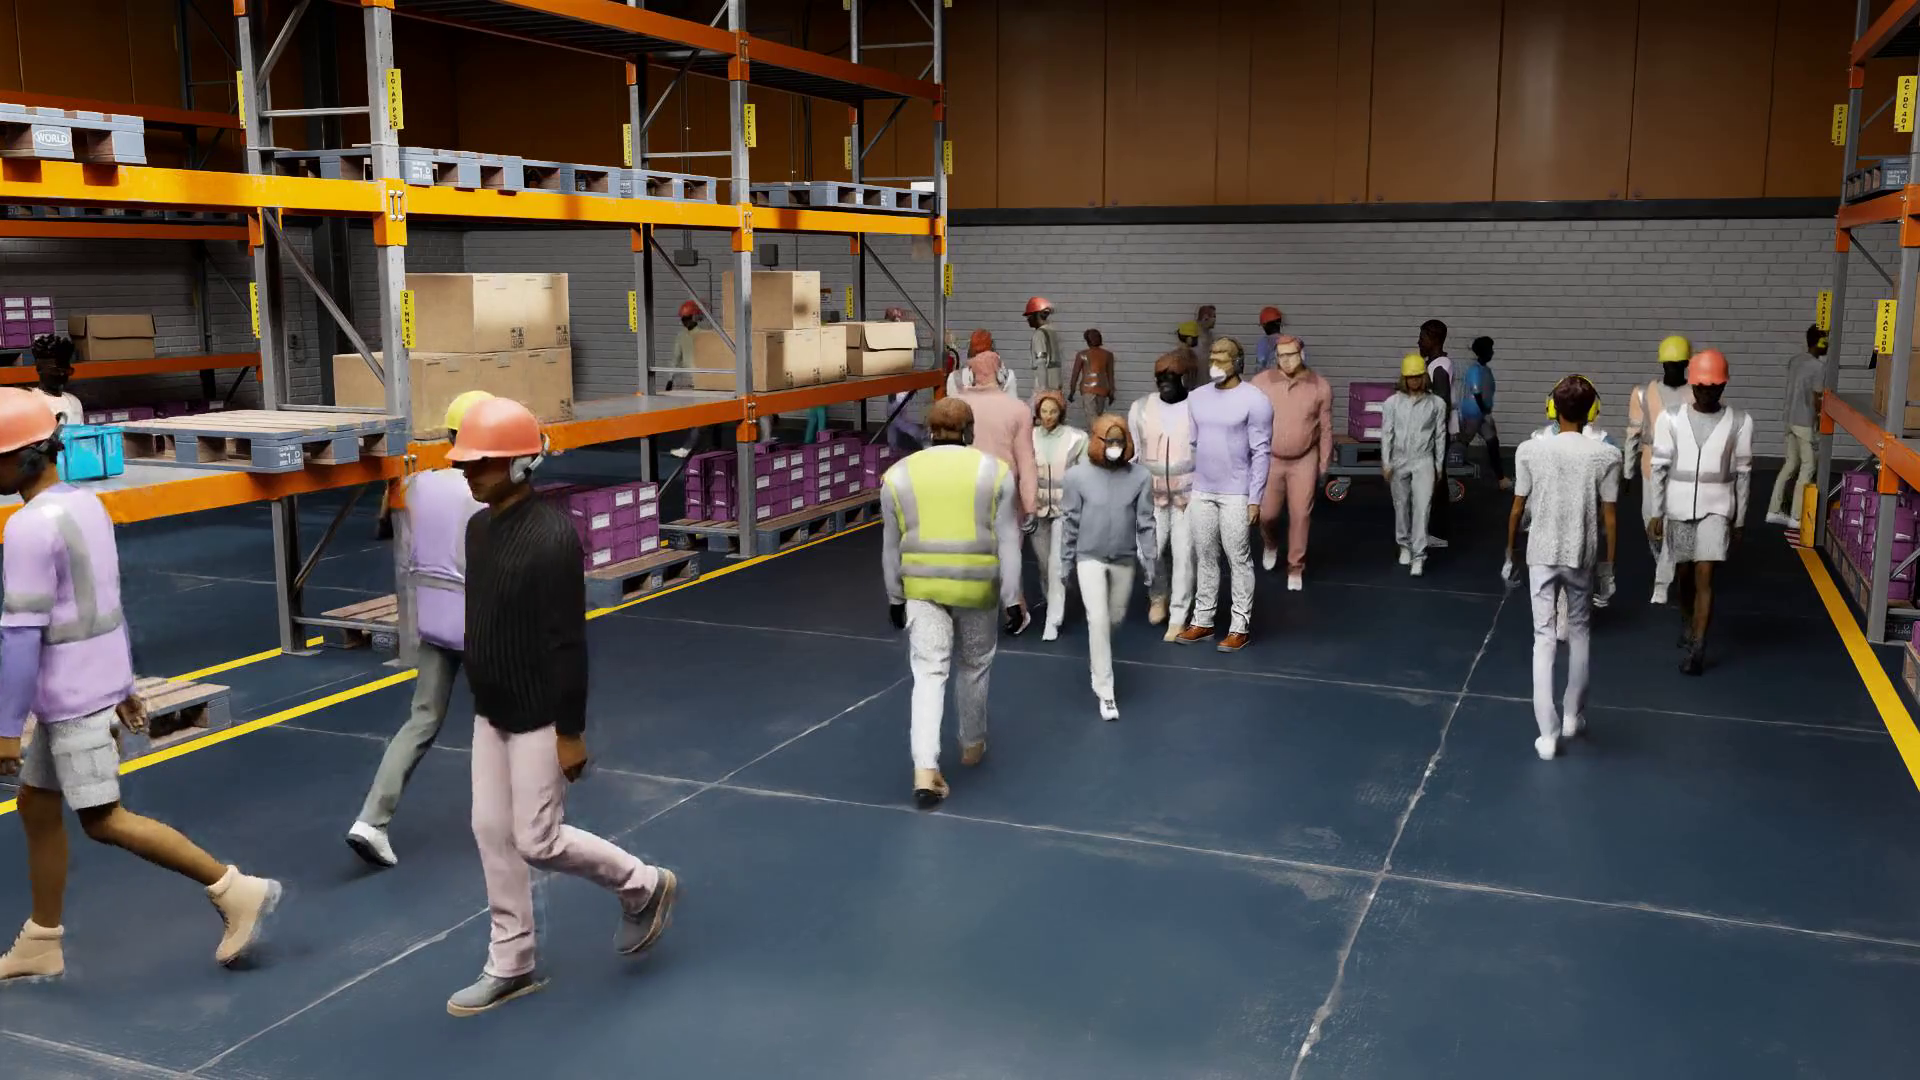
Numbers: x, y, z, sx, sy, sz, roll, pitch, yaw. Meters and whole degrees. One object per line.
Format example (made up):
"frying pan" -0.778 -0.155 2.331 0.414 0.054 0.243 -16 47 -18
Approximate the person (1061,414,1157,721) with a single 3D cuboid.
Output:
"person" 0.790 0.105 8.944 0.505 1.596 0.821 -1 9 -8

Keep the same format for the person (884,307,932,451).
"person" -0.675 -1.844 19.951 0.723 1.887 0.674 1 9 7

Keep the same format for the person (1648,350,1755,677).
"person" 4.416 -0.194 9.939 0.548 1.892 1.002 6 11 30

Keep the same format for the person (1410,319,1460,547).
"person" 4.020 -0.896 14.044 0.371 1.916 0.597 2 10 10

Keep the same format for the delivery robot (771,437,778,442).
"delivery robot" -1.961 -0.837 17.523 0.477 0.478 0.707 8 12 42

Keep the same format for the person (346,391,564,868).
"person" -2.041 0.351 6.631 0.594 1.886 0.963 5 11 29

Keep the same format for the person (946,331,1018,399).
"person" 0.198 -0.789 13.653 0.599 1.826 1.020 2 9 9

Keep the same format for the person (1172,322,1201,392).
"person" 2.624 -1.587 18.786 0.792 1.727 0.538 5 11 27

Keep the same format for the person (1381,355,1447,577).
"person" 3.500 -0.590 12.884 0.480 1.687 0.928 3 10 18

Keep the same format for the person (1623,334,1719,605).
"person" 5.078 -0.528 11.894 0.595 1.900 0.835 6 11 31

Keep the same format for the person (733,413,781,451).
"person" -2.058 -1.305 16.633 0.579 1.883 0.359 -8 12 -40

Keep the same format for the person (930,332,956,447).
"person" -0.136 -1.573 19.050 0.513 1.614 0.522 -2 10 -11

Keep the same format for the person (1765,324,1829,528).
"person" 7.604 -1.020 14.987 0.435 1.852 0.564 -1 9 -5

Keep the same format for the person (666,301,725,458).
"person" -3.284 -2.008 20.765 0.652 1.934 1.044 8 12 39

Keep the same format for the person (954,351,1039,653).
"person" 0.185 -0.242 10.314 0.682 1.844 1.004 3 10 19

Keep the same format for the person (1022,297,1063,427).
"person" 0.926 -1.731 18.823 0.773 2.002 0.625 4 10 25

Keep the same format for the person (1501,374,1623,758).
"person" 2.945 0.108 8.204 0.515 1.845 0.775 2 10 15

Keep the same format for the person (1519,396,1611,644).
"person" 3.777 -0.151 10.453 0.546 1.601 0.798 7 12 38

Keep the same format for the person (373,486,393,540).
"person" -4.784 -0.964 14.595 0.553 1.877 1.024 8 12 41

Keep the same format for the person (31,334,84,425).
"person" -5.422 -0.252 9.997 0.372 1.963 0.608 0 9 2

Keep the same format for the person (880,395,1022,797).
"person" -0.044 0.239 7.567 0.645 1.792 0.974 1 9 6

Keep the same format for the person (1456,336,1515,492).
"person" 5.413 -1.320 17.453 0.870 1.642 0.527 7 12 37

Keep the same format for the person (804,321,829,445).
"person" -1.750 -1.873 20.652 0.805 1.694 0.577 6 11 33

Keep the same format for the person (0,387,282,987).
"person" -2.798 0.489 5.438 0.947 1.998 0.615 -3 10 -15

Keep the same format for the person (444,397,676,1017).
"person" -1.323 0.517 5.339 0.682 1.973 0.614 -9 13 -43

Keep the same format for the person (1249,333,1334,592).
"person" 2.425 -0.590 12.289 0.649 1.886 0.600 2 10 10

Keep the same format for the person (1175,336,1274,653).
"person" 1.623 -0.282 10.261 0.373 1.940 0.629 -9 13 -44

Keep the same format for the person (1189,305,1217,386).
"person" 3.080 -1.963 20.636 0.733 1.881 0.663 2 10 11

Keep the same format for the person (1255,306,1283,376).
"person" 3.651 -1.721 19.080 0.555 1.906 0.589 -5 11 -28

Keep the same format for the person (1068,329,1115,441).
"person" 1.653 -1.803 20.520 0.535 1.594 0.869 -3 10 -20

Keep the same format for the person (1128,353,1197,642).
"person" 1.352 -0.273 10.566 0.628 1.828 0.470 3 10 16

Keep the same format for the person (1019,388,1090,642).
"person" 0.605 -0.198 10.786 0.519 1.594 0.845 2 10 13
